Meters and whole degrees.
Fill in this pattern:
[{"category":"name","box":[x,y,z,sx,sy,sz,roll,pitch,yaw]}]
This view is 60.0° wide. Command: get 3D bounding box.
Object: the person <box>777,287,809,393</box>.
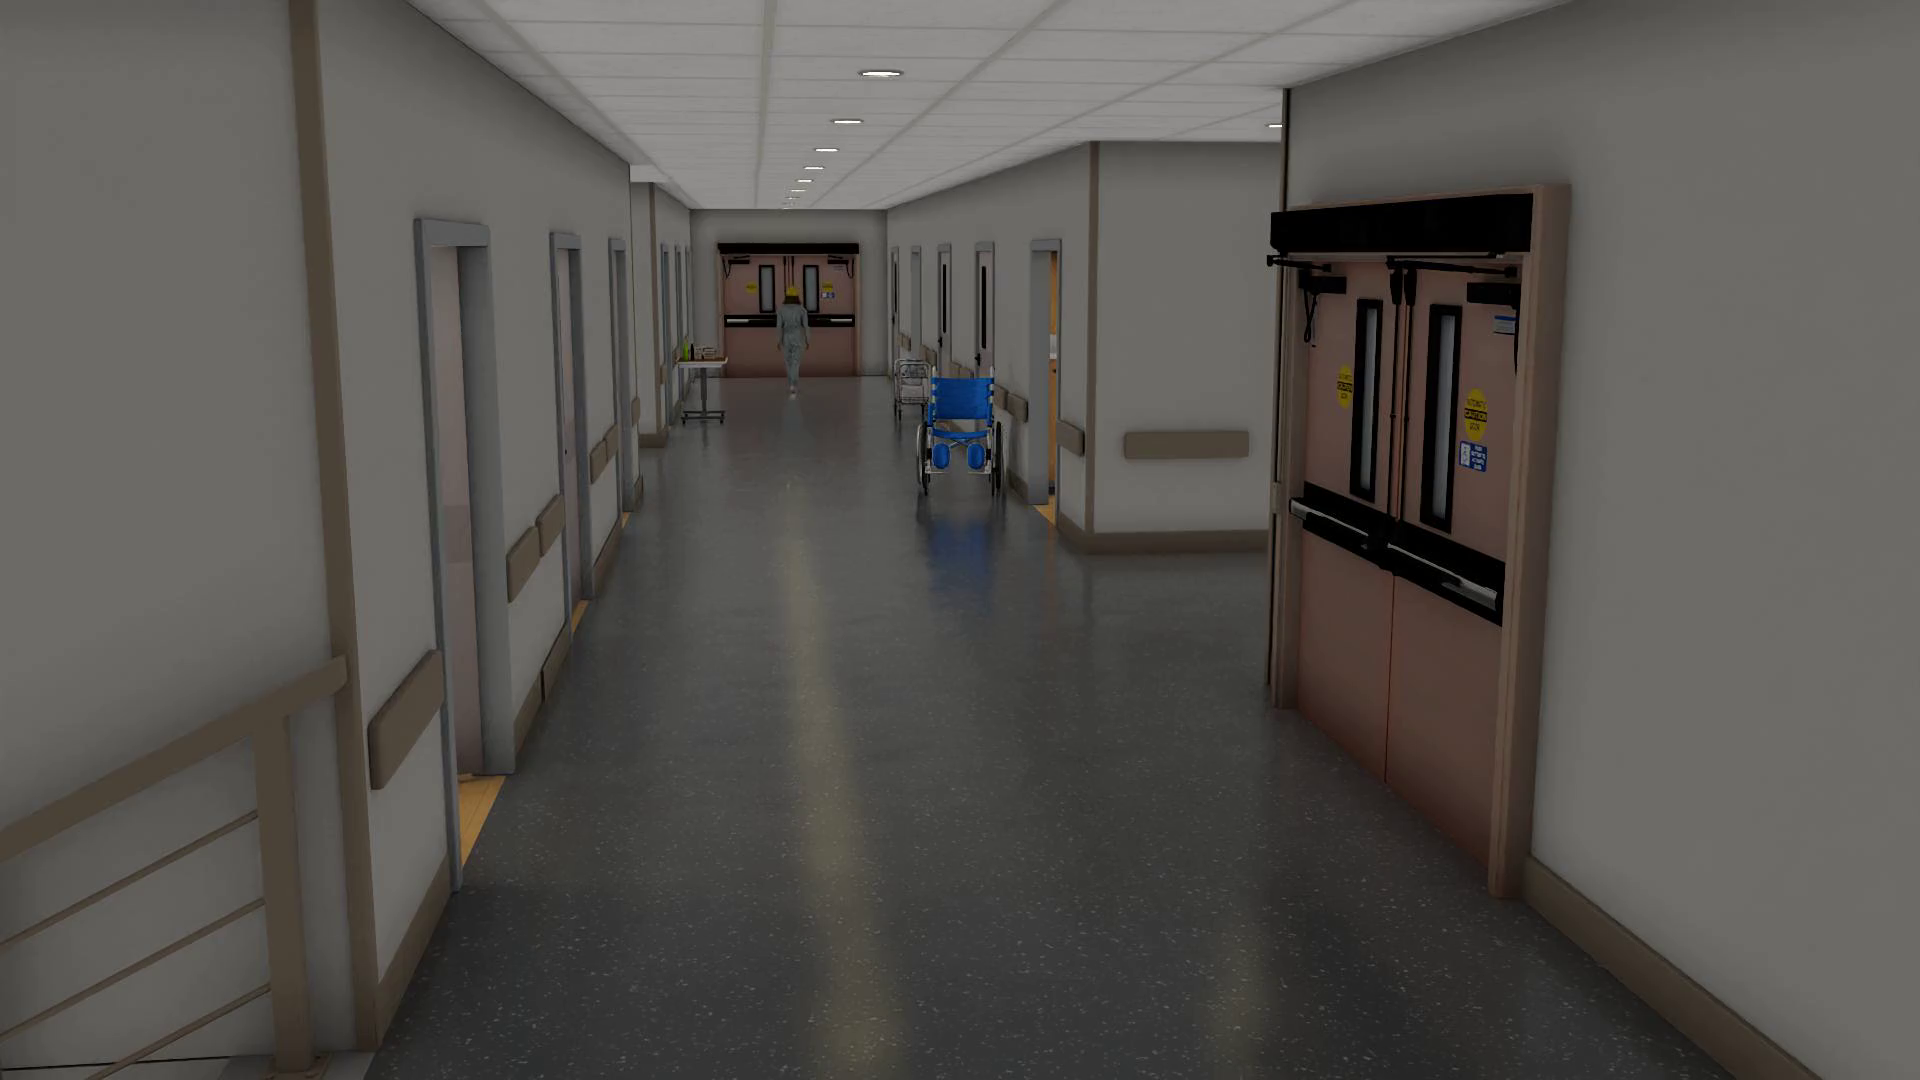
[{"category":"person","box":[-2.686,-3.211,26.701,0.501,1.702,0.889,0,10,2]}]
